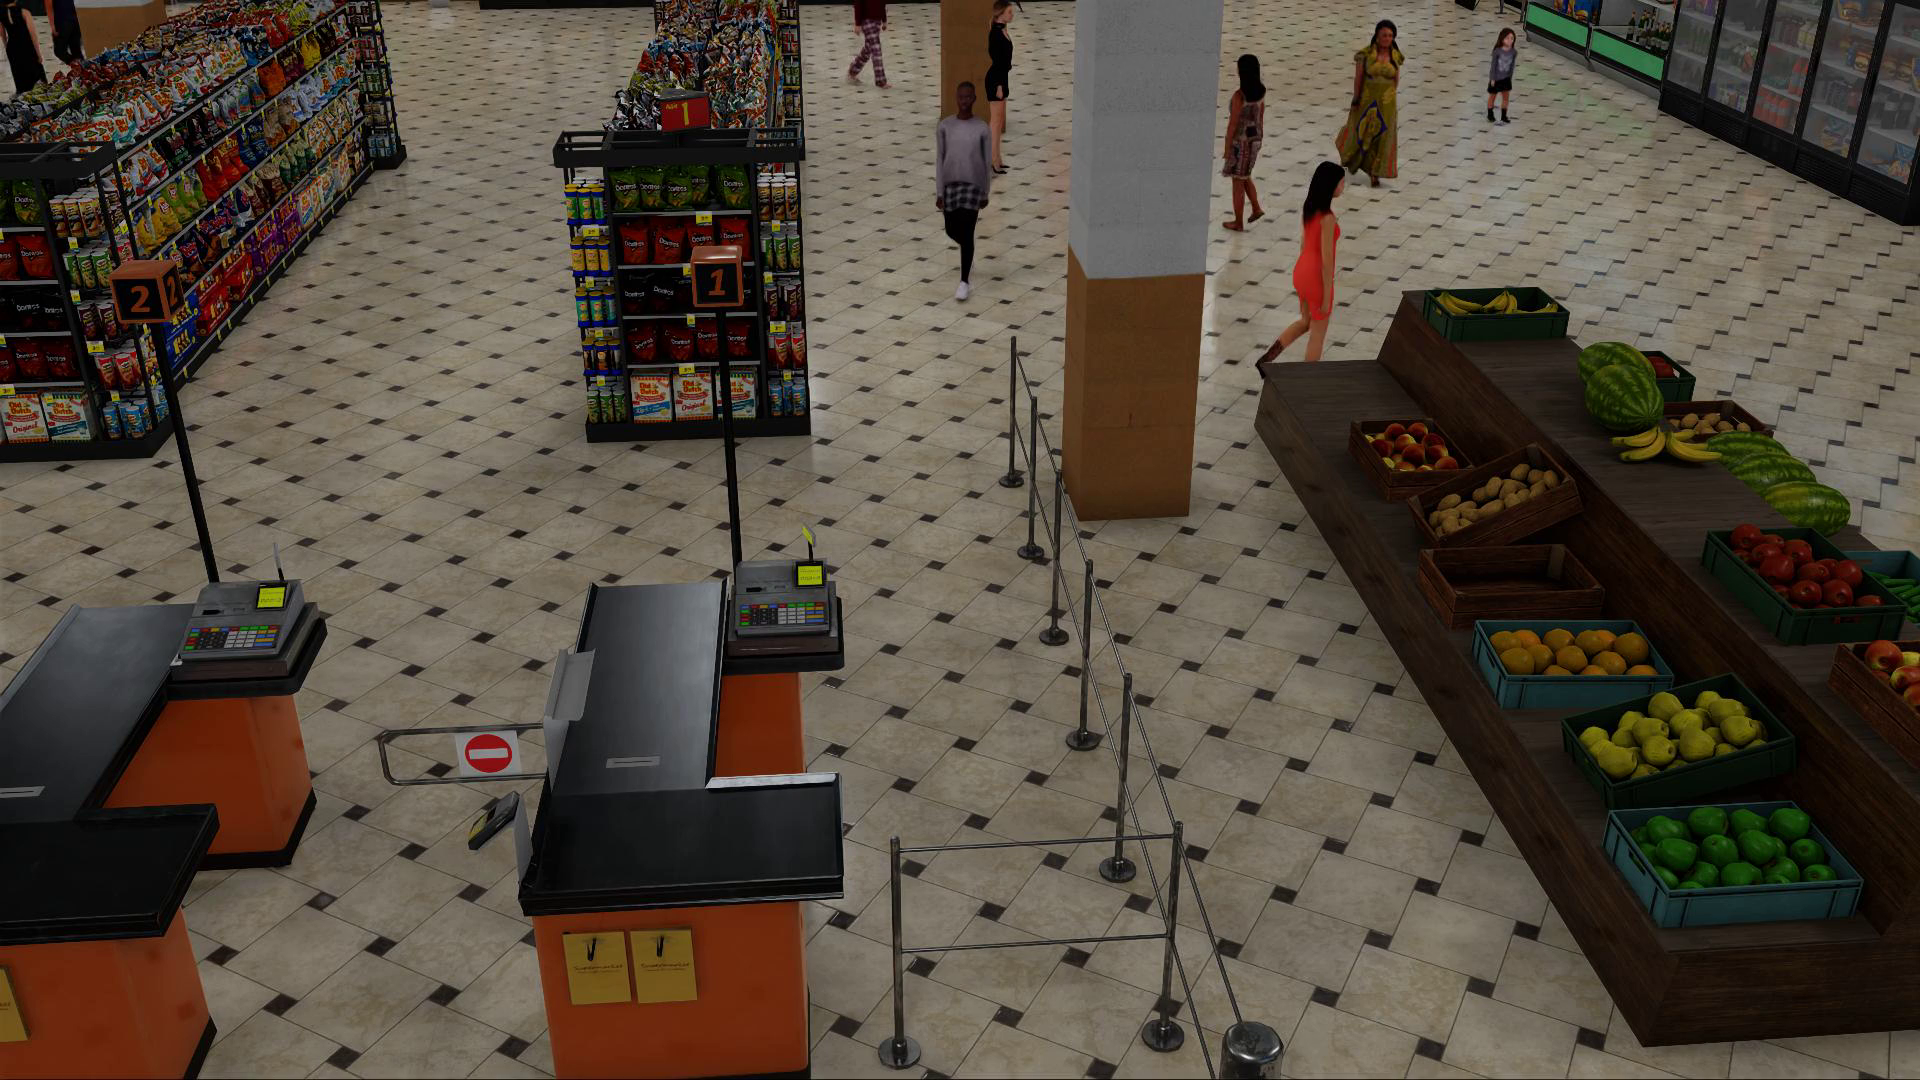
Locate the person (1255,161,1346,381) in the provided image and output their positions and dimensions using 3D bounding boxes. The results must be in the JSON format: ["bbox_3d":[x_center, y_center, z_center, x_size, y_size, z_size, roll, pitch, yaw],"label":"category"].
[{"bbox_3d":[2.408,-1.797,11.691,0.768,1.707,0.856,-8,28,-16],"label":"person"}]

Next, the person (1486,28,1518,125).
[{"bbox_3d":[6.372,-5.496,19.666,0.471,1.091,0.629,-2,27,-4],"label":"person"}]

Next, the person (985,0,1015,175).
[{"bbox_3d":[0.416,-4.772,17.489,0.673,1.768,0.525,4,27,8],"label":"person"}]

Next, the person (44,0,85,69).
[{"bbox_3d":[-11.110,-6.457,20.799,0.893,1.780,0.850,12,29,23],"label":"person"}]

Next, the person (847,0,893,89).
[{"bbox_3d":[-1.205,-6.645,21.303,1.095,1.660,1.035,21,33,35],"label":"person"}]

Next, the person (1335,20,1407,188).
[{"bbox_3d":[4.232,-4.504,17.098,0.694,1.644,0.909,-2,27,-5],"label":"person"}]

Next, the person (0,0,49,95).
[{"bbox_3d":[-10.978,-5.639,19.417,0.615,1.571,0.928,-3,27,-6],"label":"person"}]

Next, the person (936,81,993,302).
[{"bbox_3d":[0.032,-2.942,13.900,0.837,1.751,1.158,6,27,11],"label":"person"}]

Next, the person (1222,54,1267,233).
[{"bbox_3d":[2.709,-3.662,15.445,0.841,1.638,0.903,-24,36,-39],"label":"person"}]
